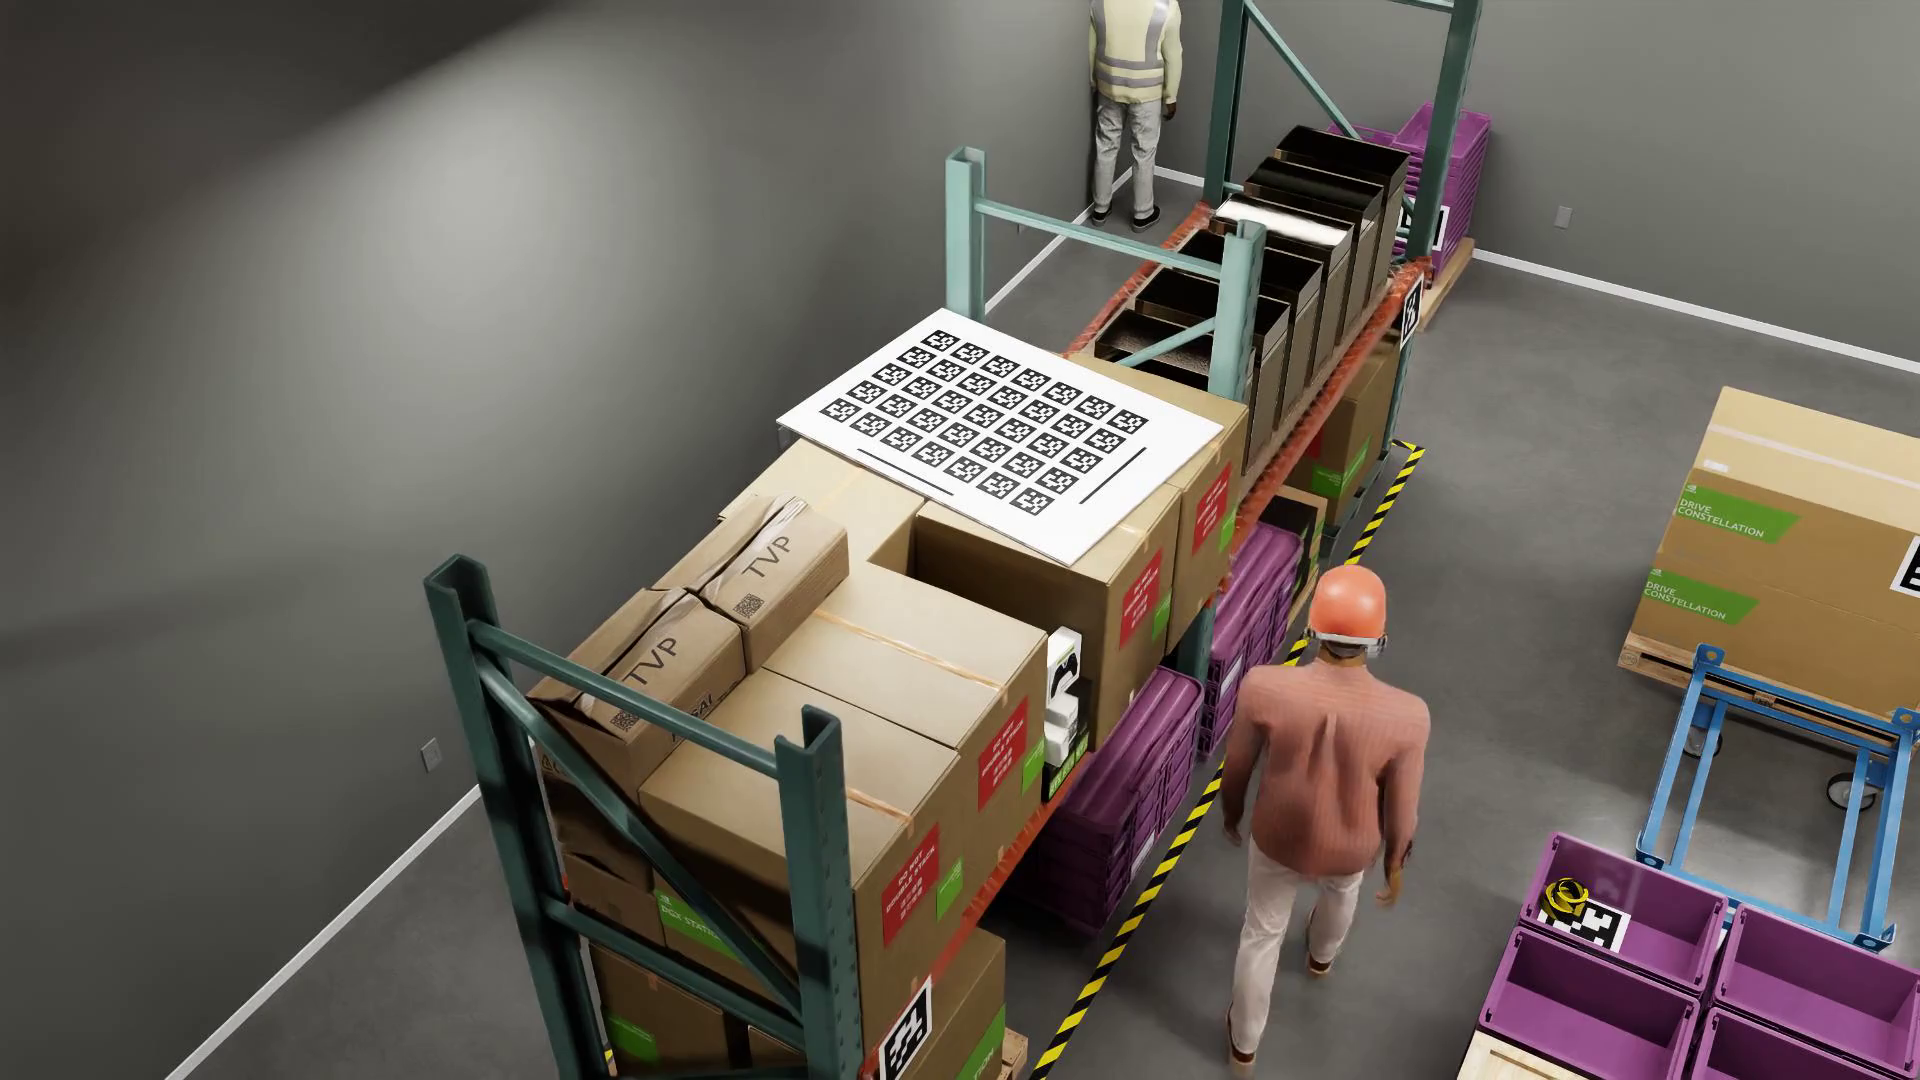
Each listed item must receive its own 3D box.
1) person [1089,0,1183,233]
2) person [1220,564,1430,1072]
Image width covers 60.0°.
[{"bbox_3d":[1.023,-2.714,9.912,0.600,1.831,0.404,14,42,16],"label":"person"},{"bbox_3d":[1.170,0.902,5.523,0.631,1.945,0.850,10,41,11],"label":"person"}]
